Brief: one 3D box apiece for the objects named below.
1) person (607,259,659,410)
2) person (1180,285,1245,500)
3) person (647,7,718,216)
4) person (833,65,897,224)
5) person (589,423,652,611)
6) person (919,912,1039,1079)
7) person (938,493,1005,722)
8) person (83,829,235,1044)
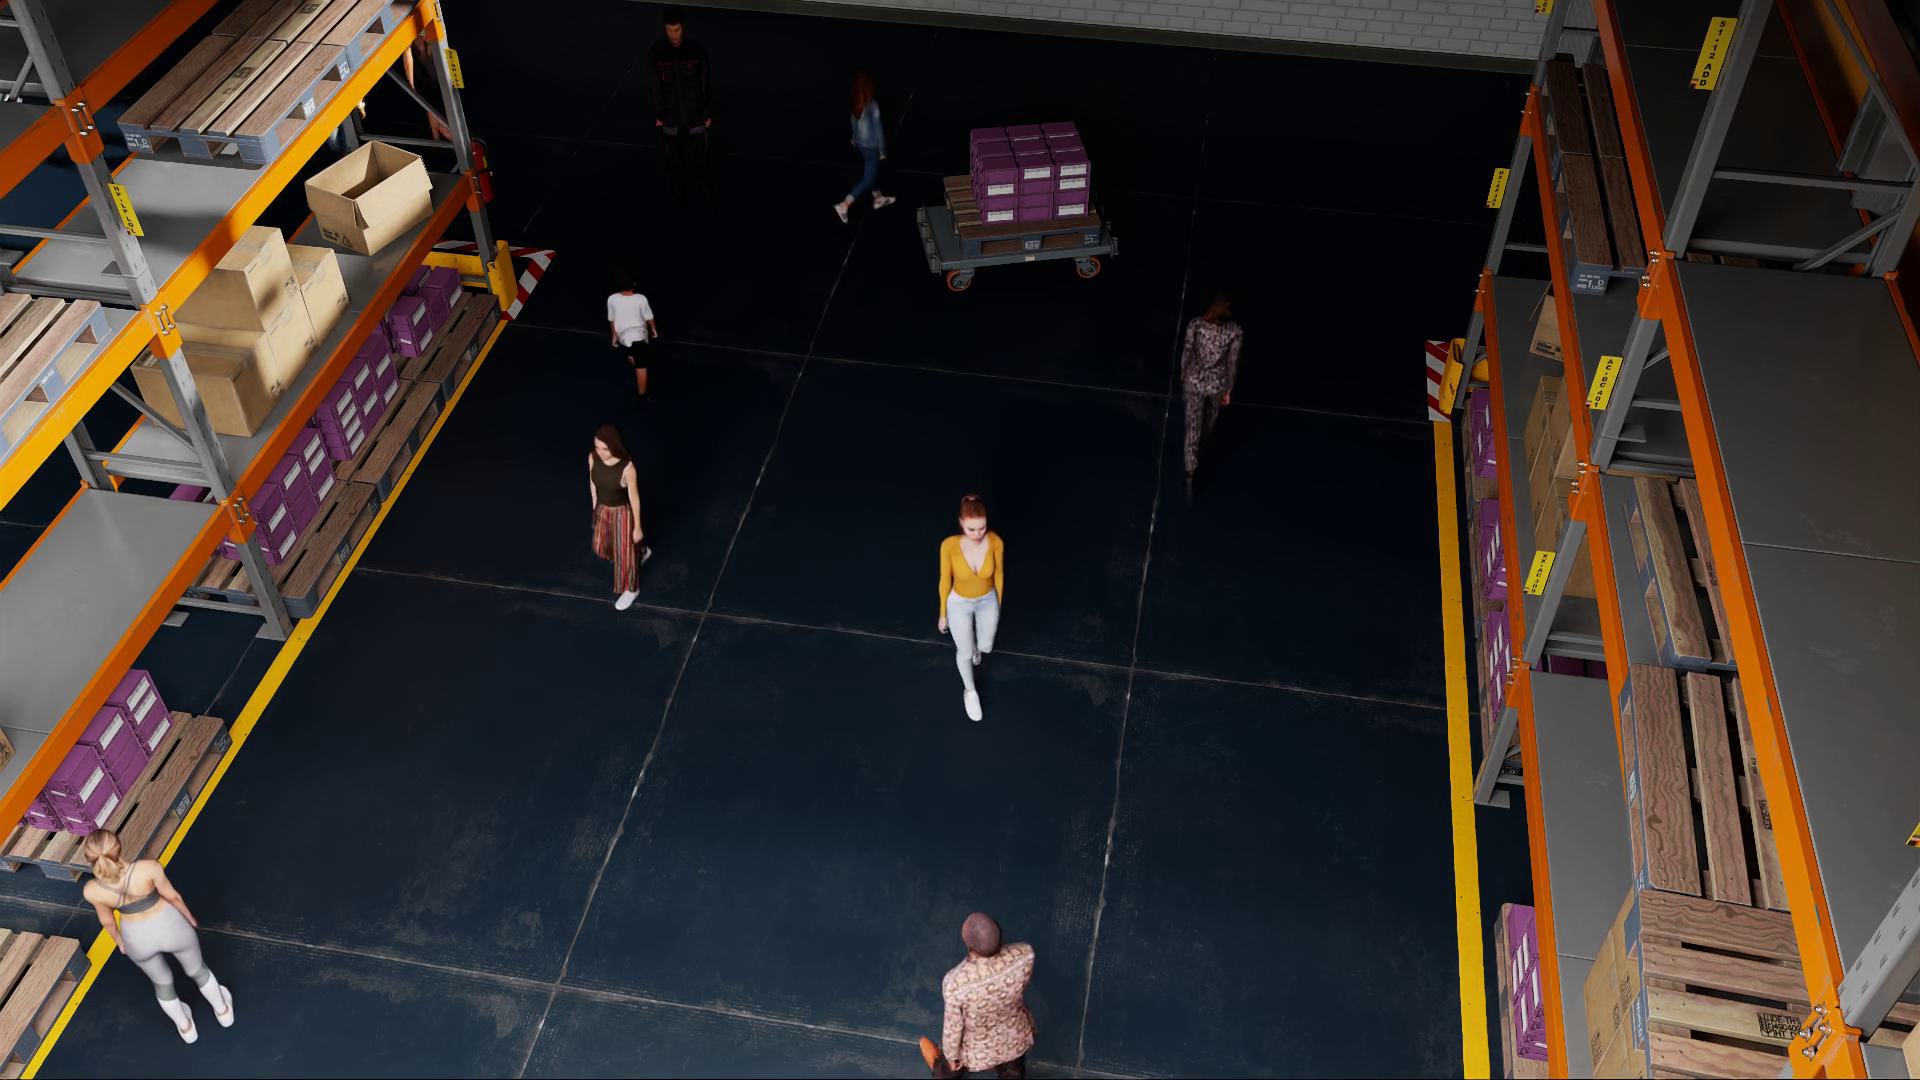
[{"bbox_3d":[-2.552,-1.573,12.950,0.579,1.228,0.876,0,44,0],"label":"person"},{"bbox_3d":[1.776,-1.068,12.094,0.608,1.678,1.134,4,44,4],"label":"person"},{"bbox_3d":[-2.463,-3.833,14.803,0.763,1.945,0.700,-5,44,-5],"label":"person"},{"bbox_3d":[-0.879,-3.498,14.806,1.000,1.456,0.937,-26,49,-25],"label":"person"},{"bbox_3d":[-2.285,-0.226,11.298,0.689,1.557,0.785,21,47,20],"label":"person"},{"bbox_3d":[0.192,2.513,8.265,1.048,1.775,1.169,-17,46,-17],"label":"person"},{"bbox_3d":[0.046,0.356,10.554,0.785,1.740,0.966,-8,44,-9],"label":"person"},{"bbox_3d":[-4.234,2.083,8.769,0.635,1.702,0.670,-17,46,-17],"label":"person"}]
